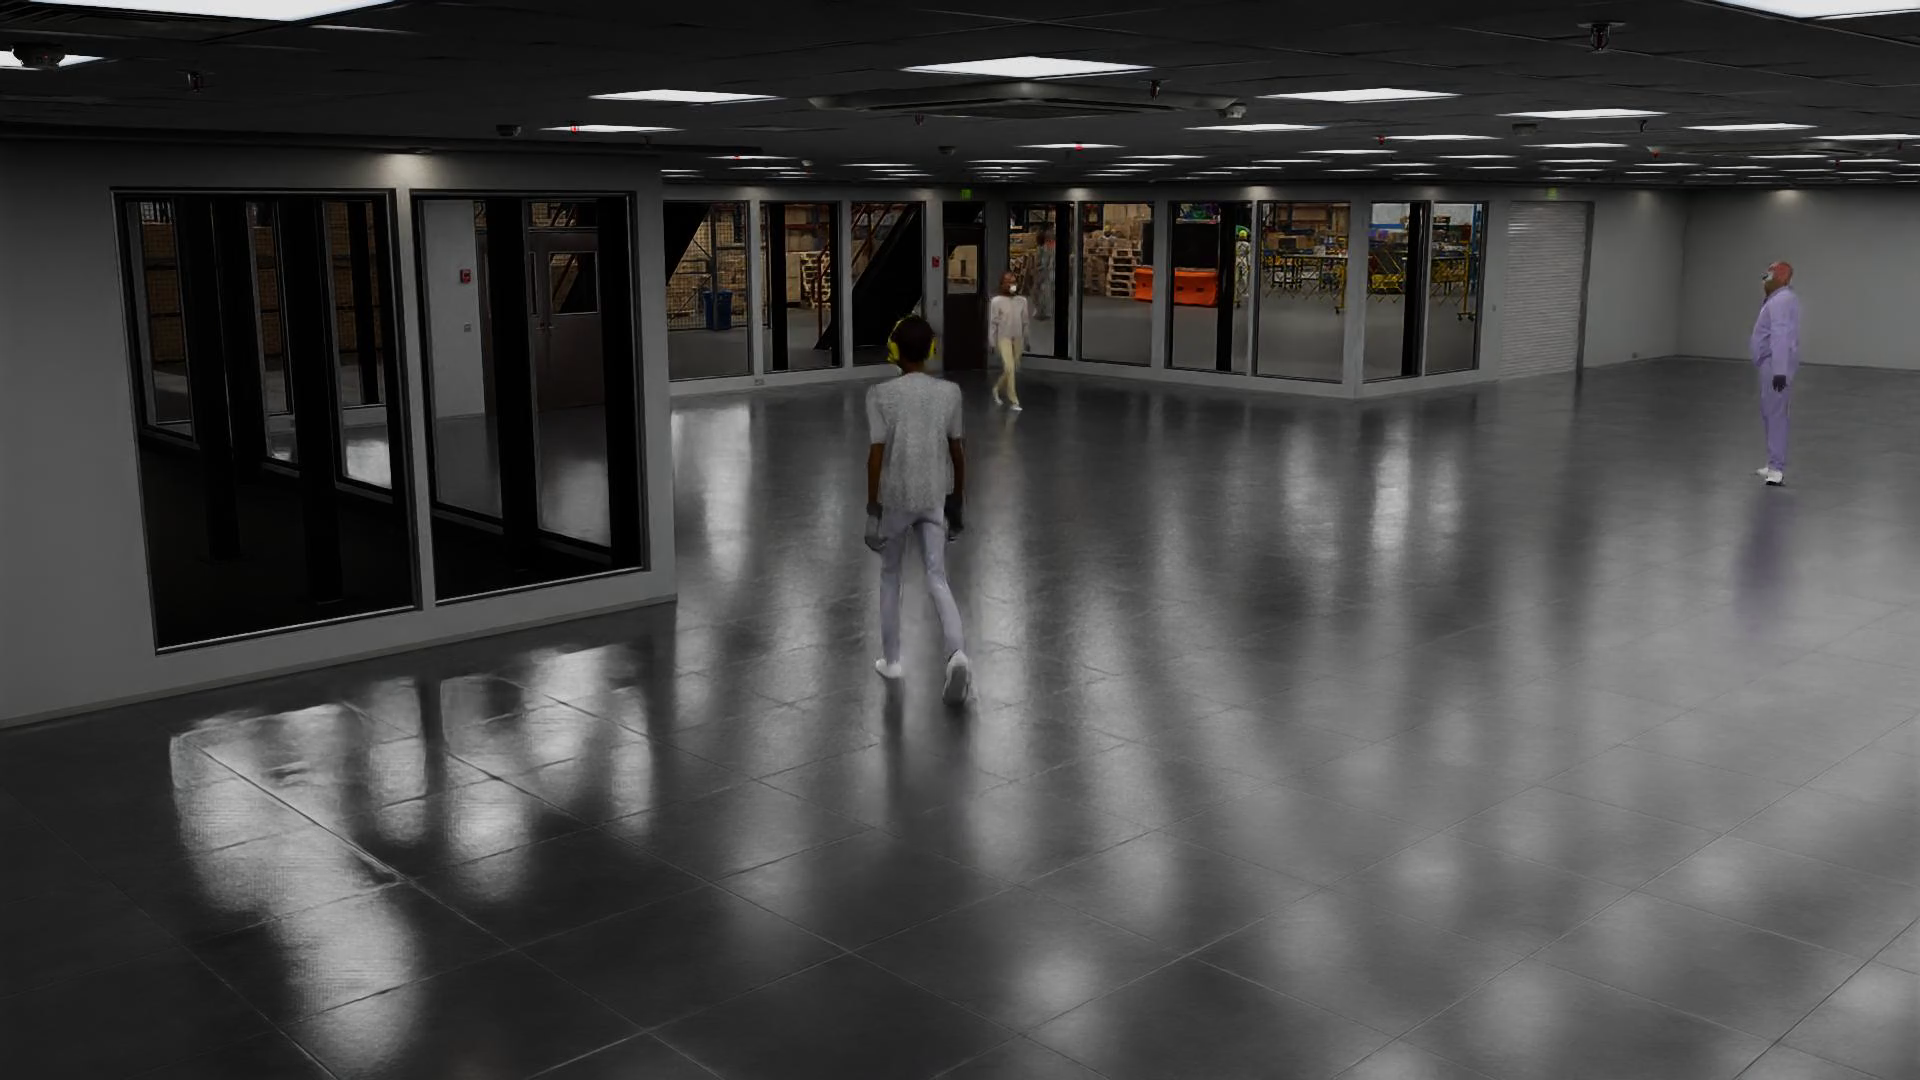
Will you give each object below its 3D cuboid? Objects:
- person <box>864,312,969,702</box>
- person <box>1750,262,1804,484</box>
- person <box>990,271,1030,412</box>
[{"bbox_3d":[-0.197,-0.159,7.966,0.533,1.845,0.855,-4,12,-19],"label":"person"},{"bbox_3d":[6.963,-1.429,14.247,0.408,1.867,0.800,7,13,30],"label":"person"},{"bbox_3d":[0.551,-2.318,19.322,0.507,1.605,0.714,-7,13,-30],"label":"person"}]
